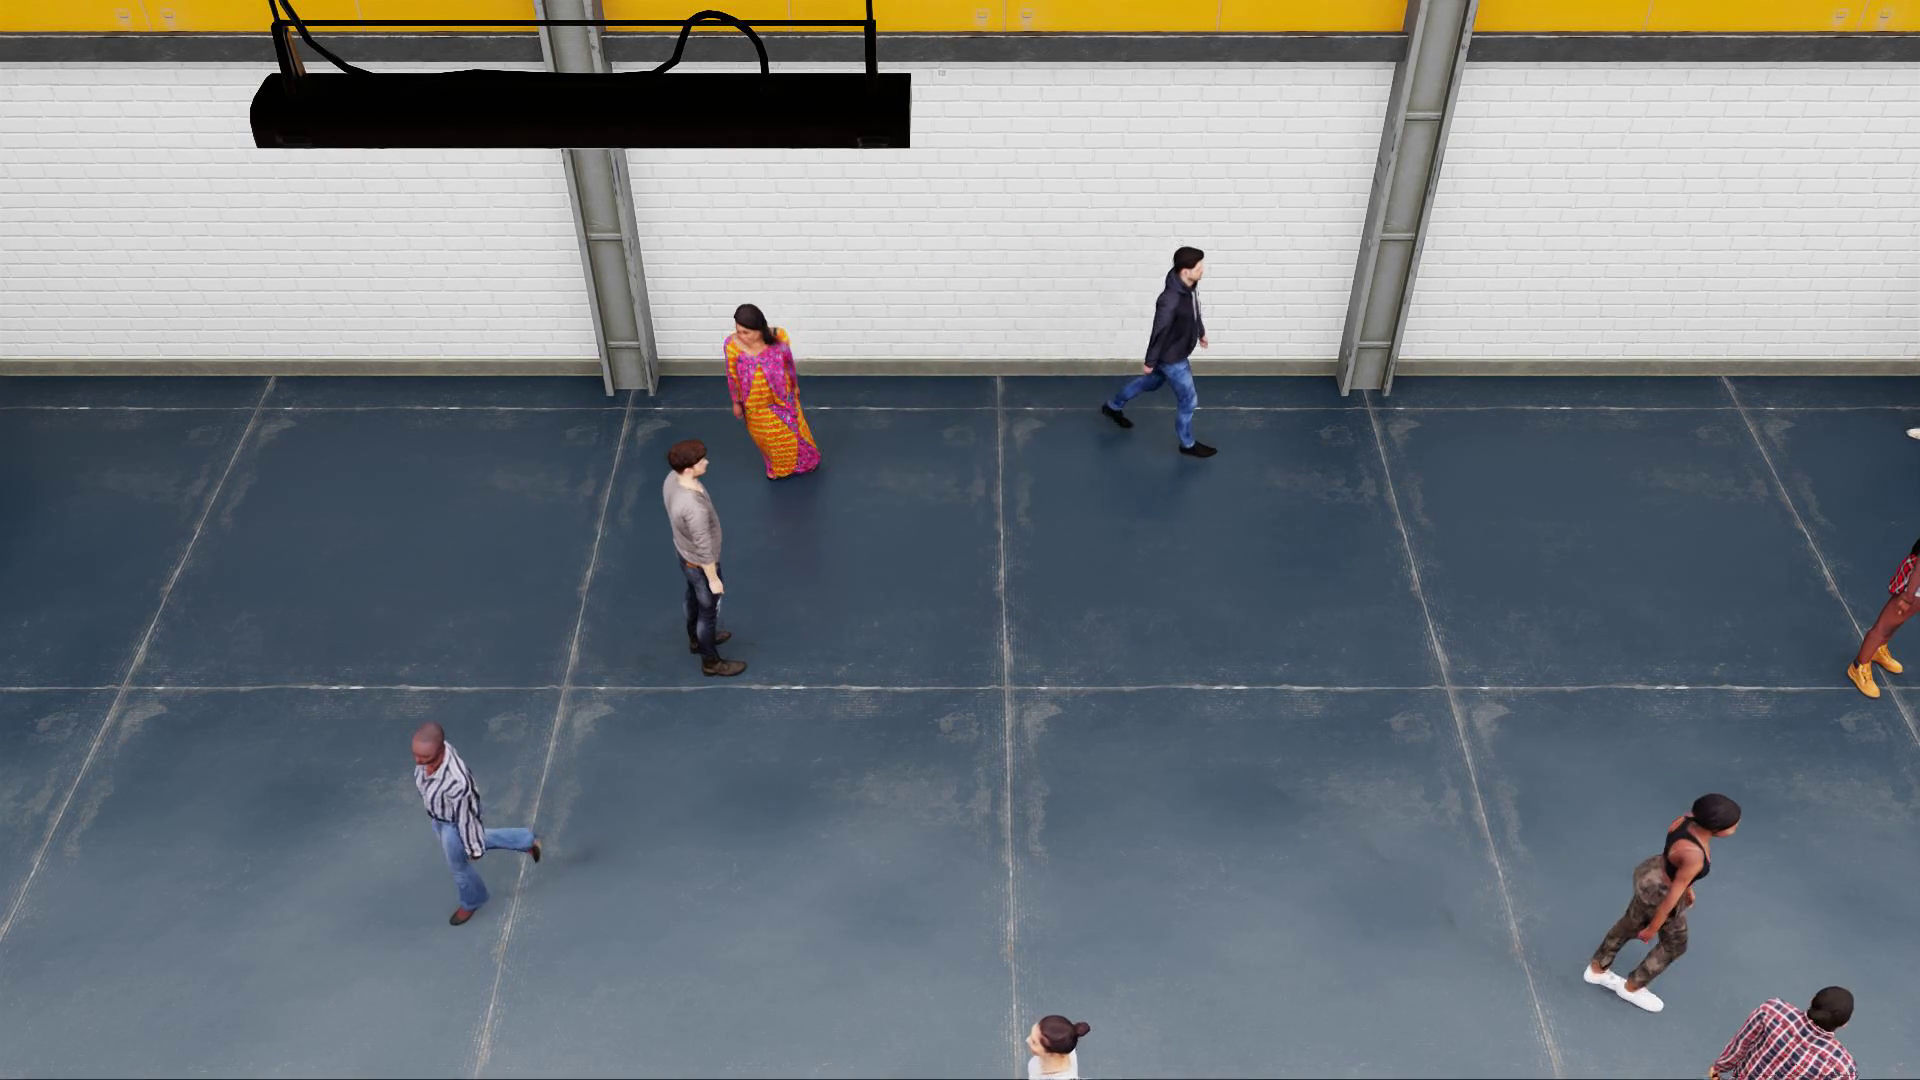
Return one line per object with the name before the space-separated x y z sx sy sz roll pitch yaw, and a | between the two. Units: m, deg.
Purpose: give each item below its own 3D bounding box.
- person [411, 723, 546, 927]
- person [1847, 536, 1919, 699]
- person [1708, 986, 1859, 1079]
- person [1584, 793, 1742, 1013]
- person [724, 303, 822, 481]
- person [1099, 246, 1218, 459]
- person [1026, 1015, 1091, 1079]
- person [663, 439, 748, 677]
person | -2.772 1.544 9.435 1.047 1.766 0.970 -30 51 -28
person | 6.232 0.270 10.800 0.713 1.728 0.787 -28 50 -26
person | 3.933 2.766 8.180 1.223 1.728 1.086 -25 49 -24
person | 3.733 1.931 9.098 0.731 1.671 0.675 14 45 14
person | -1.406 -1.113 12.317 0.725 1.638 0.929 -18 46 -18
person | 1.496 -1.445 12.511 1.290 1.850 0.928 12 45 12
person | 0.531 2.827 8.210 0.600 1.598 0.585 1 44 1
person | -1.710 0.109 10.842 0.723 1.903 0.770 -17 46 -17
